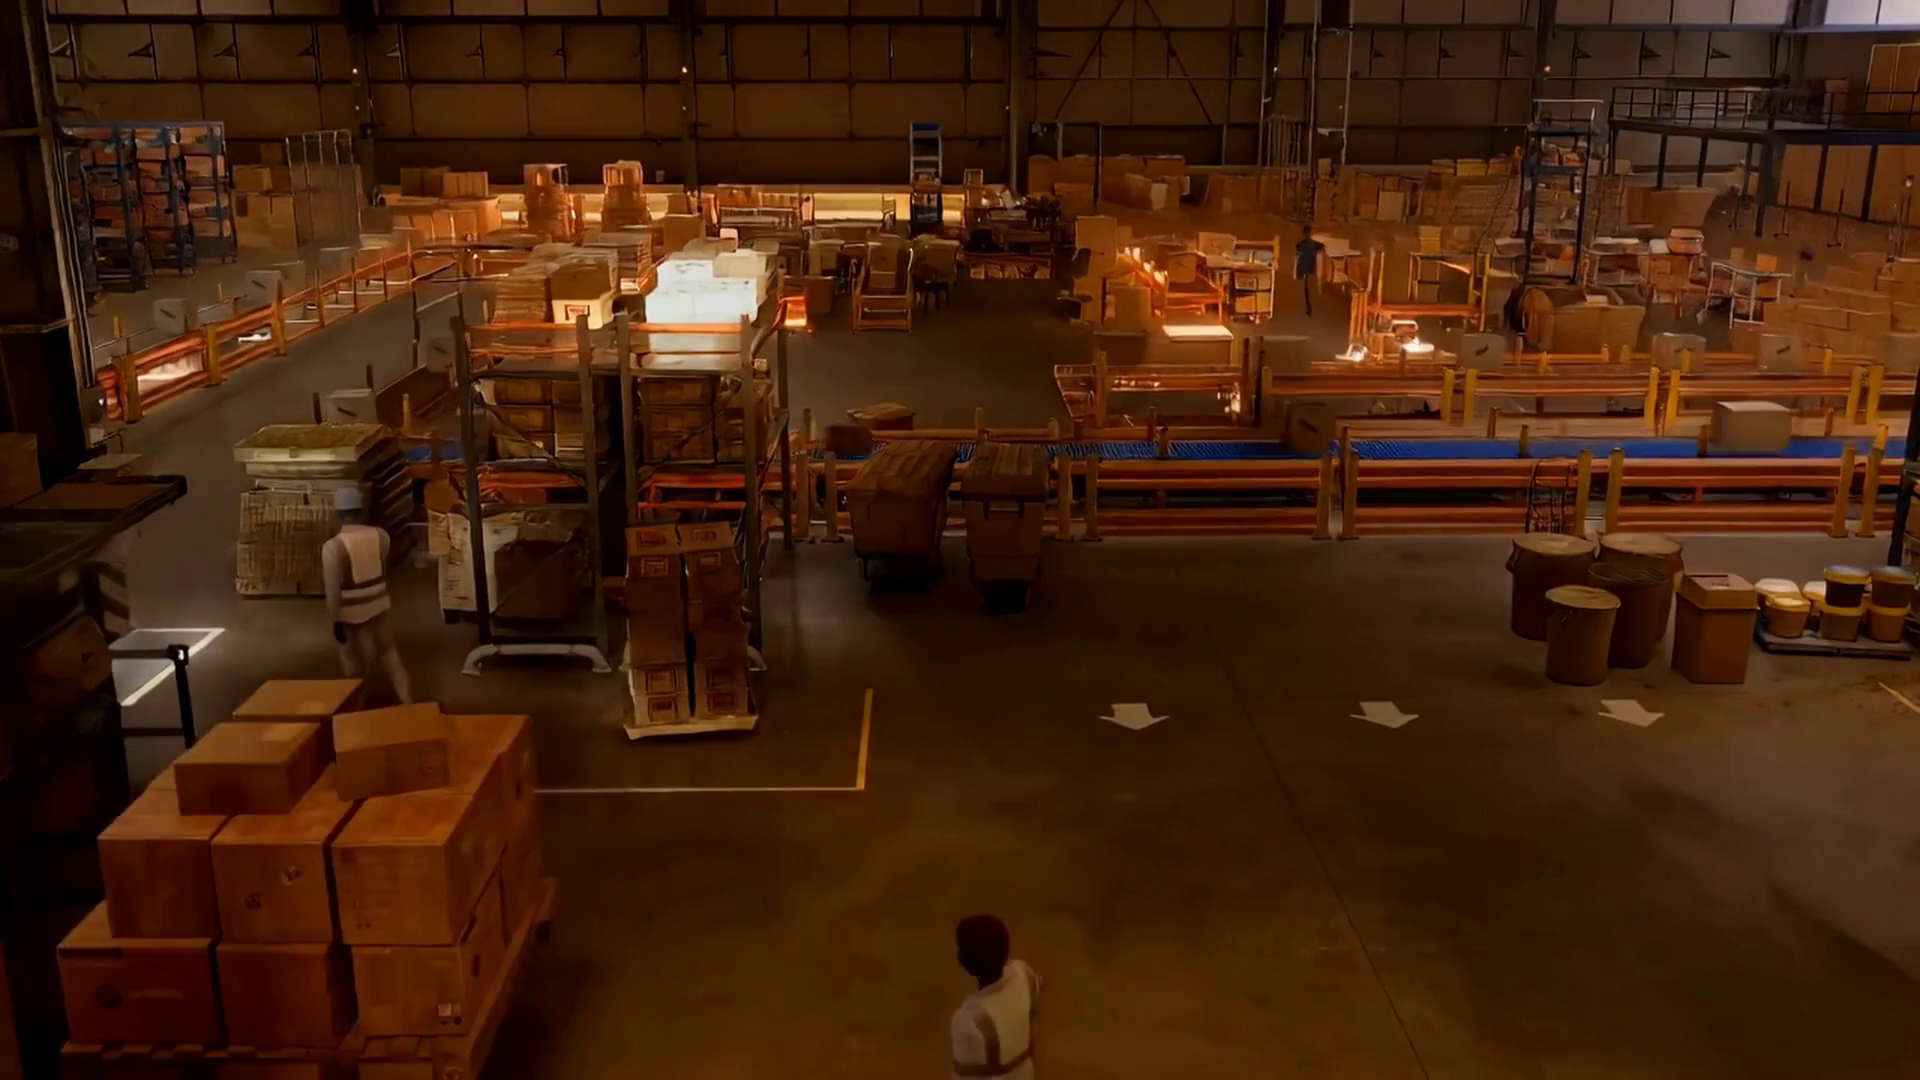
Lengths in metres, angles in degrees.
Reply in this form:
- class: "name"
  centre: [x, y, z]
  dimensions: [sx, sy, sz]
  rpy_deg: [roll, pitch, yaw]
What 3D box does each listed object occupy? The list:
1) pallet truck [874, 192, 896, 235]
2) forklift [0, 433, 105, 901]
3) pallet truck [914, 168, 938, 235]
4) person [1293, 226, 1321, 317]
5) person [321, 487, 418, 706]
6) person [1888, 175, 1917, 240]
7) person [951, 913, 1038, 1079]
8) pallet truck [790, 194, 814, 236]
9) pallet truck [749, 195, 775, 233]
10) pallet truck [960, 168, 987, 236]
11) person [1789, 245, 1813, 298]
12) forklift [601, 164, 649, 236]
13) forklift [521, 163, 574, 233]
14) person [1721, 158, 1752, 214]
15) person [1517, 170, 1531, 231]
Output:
- class: "pallet truck"
  centre: [-2.277, -9.986, 50.594]
  dimensions: [0.653, 1.274, 1.630]
  rpy_deg: [0, 16, -1]
- class: "forklift"
  centre: [-5.952, 0.780, 10.366]
  dimensions: [1.873, 2.768, 1.129]
  rpy_deg: [0, 16, -1]
- class: "pallet truck"
  centre: [-0.989, -10.316, 50.507]
  dimensions: [0.823, 1.965, 1.885]
  rpy_deg: [1, 16, 3]
- class: "person"
  centre: [7.125, -5.524, 34.188]
  dimensions: [0.544, 1.808, 1.003]
  rpy_deg: [0, 16, -1]
- class: "person"
  centre: [-4.639, 0.529, 12.997]
  dimensions: [0.971, 1.907, 0.597]
  rpy_deg: [13, 21, 39]
- class: "person"
  centre: [27.677, -9.741, 48.704]
  dimensions: [0.572, 1.878, 1.005]
  rpy_deg: [-4, 16, -13]
- class: "person"
  centre: [0.177, 2.355, 7.016]
  dimensions: [0.469, 1.679, 0.544]
  rpy_deg: [12, 20, 36]
- class: "pallet truck"
  centre: [-4.814, -9.883, 50.259]
  dimensions: [0.704, 1.261, 1.522]
  rpy_deg: [-1, 16, -3]
- class: "pallet truck"
  centre: [-6.051, -9.967, 50.660]
  dimensions: [0.680, 1.201, 1.601]
  rpy_deg: [0, 16, -1]
- class: "pallet truck"
  centre: [0.383, -10.230, 50.206]
  dimensions: [0.823, 1.965, 1.885]
  rpy_deg: [-1, 16, -3]
- class: "person"
  centre: [15.833, -4.713, 31.499]
  dimensions: [0.604, 1.739, 0.546]
  rpy_deg: [-5, 17, -17]
- class: "forklift"
  centre: [-9.948, -10.127, 49.296]
  dimensions: [1.157, 1.987, 2.680]
  rpy_deg: [-1, 16, -3]
- class: "forklift"
  centre: [-12.233, -10.122, 49.298]
  dimensions: [1.157, 1.987, 2.680]
  rpy_deg: [0, 16, -1]
- class: "person"
  centre: [26.734, -12.156, 57.131]
  dimensions: [0.609, 1.876, 1.057]
  rpy_deg: [-10, 19, -32]
- class: "person"
  centre: [17.364, -10.407, 51.023]
  dimensions: [0.585, 1.882, 0.344]
  rpy_deg: [0, 16, -1]
